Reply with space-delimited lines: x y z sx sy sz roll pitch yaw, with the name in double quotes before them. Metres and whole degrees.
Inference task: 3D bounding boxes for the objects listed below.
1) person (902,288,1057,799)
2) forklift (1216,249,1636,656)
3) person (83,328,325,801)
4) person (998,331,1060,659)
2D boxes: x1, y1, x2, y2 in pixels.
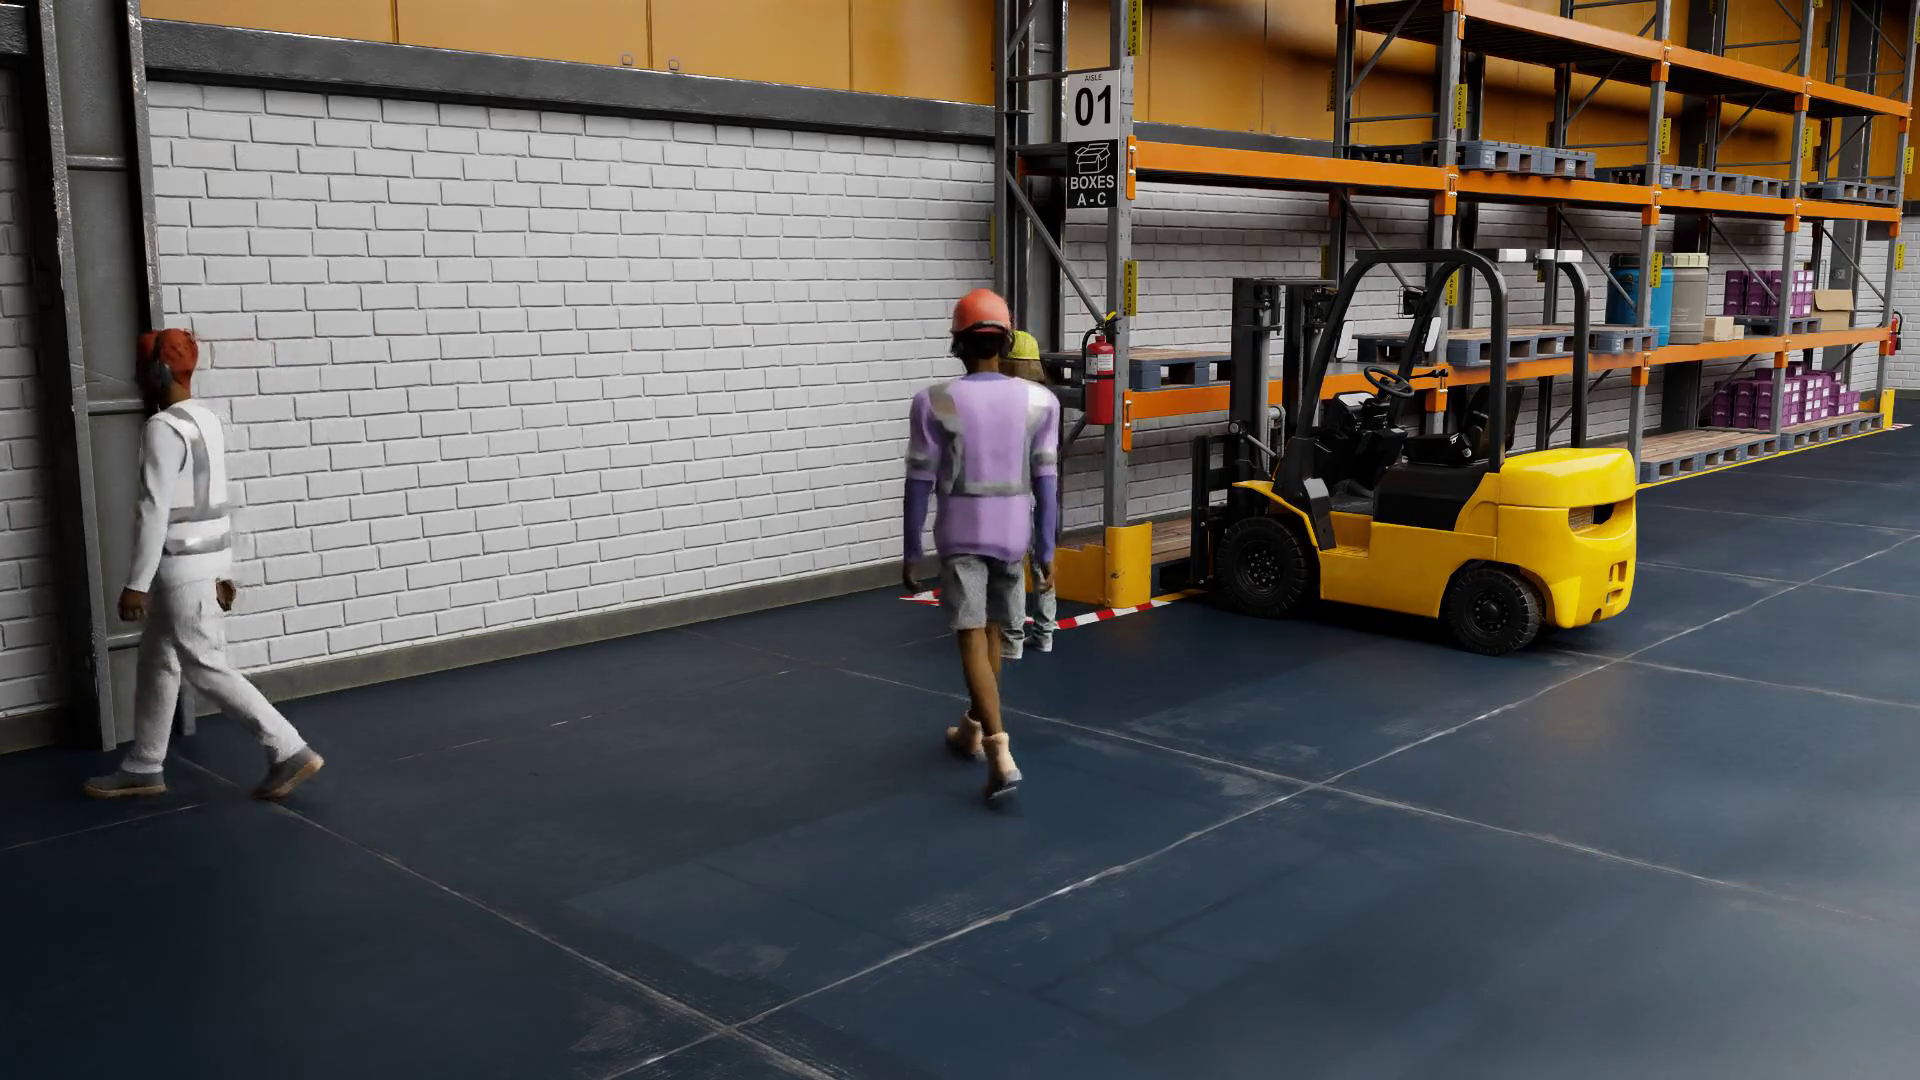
"person" 0.100 0.000 6.644 0.620 2.007 1.017 -3 10 -18
"forklift" 2.710 -0.584 9.626 2.313 2.155 1.214 9 13 43
"person" -2.964 0.109 6.426 0.909 1.856 0.587 -2 9 -12
"person" 0.314 -0.241 8.897 0.493 1.743 0.299 -8 12 -41
